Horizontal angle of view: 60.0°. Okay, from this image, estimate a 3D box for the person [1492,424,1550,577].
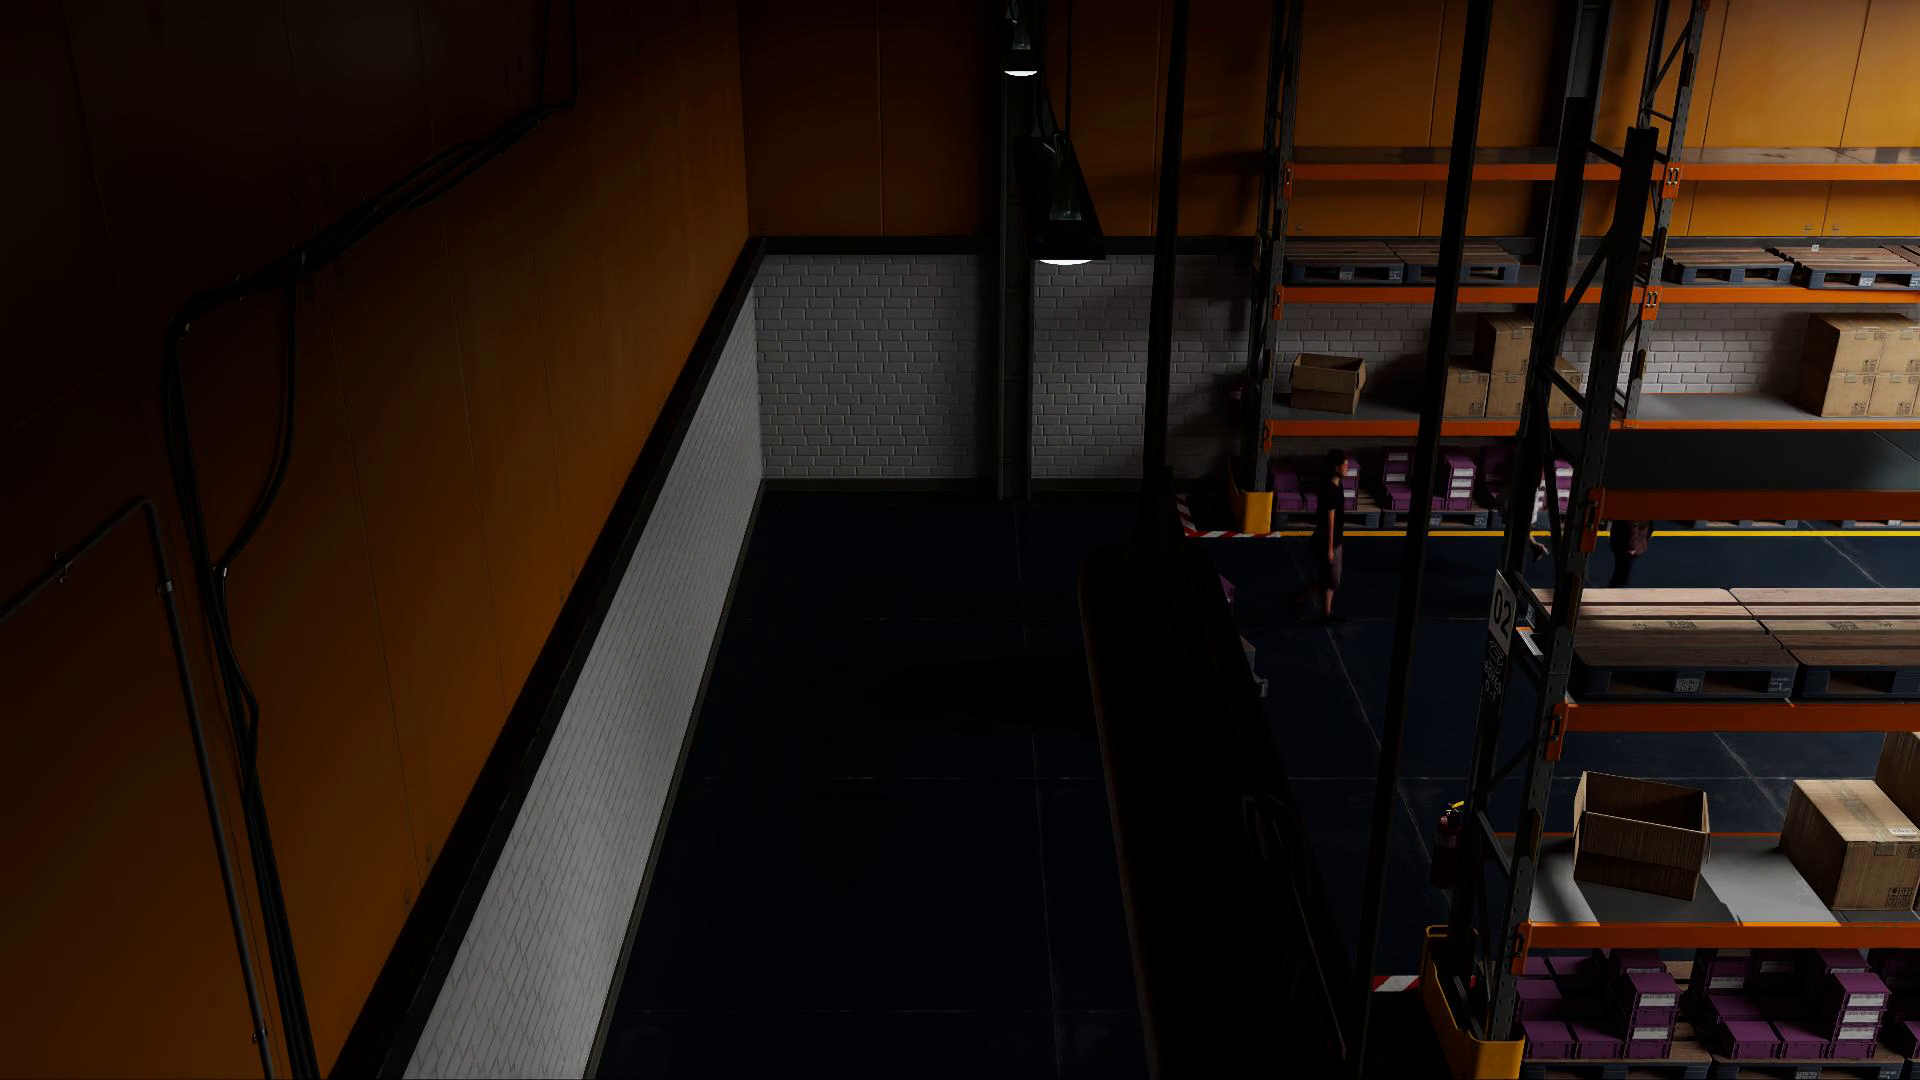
[{"bbox_3d":[5.878,-0.412,17.215,0.868,1.763,0.681,3,24,6],"label":"person"}]

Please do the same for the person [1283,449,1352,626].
[{"bbox_3d":[3.506,-0.003,16.173,0.989,1.848,0.835,7,25,15],"label":"person"}]
